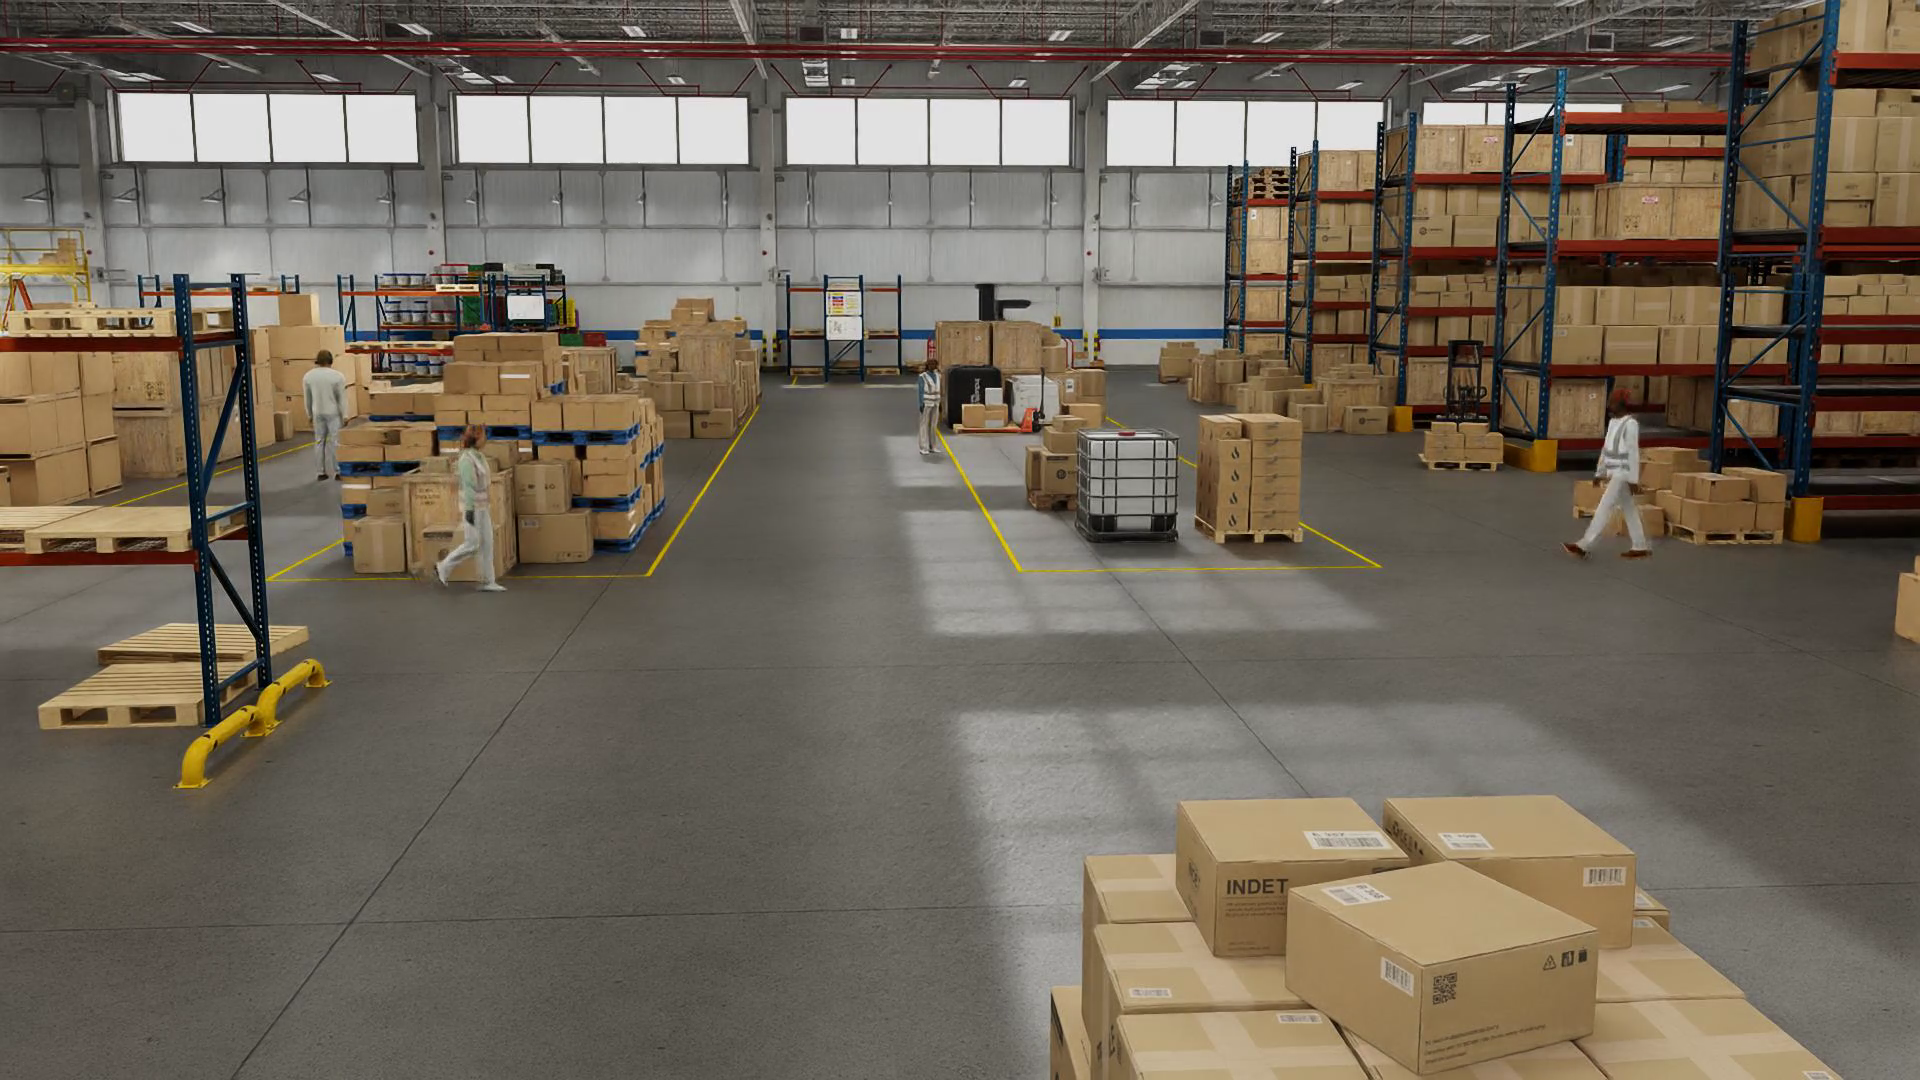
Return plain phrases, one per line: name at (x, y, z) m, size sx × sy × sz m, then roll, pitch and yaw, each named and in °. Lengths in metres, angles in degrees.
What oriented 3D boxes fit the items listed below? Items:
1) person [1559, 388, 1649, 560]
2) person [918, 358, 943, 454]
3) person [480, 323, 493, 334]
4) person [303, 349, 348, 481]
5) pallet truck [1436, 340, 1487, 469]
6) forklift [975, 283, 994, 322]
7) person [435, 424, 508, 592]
person at (6.879, -0.685, 17.600) m, size 0.985 × 1.829 × 0.607 m, roll 1°, pitch 9°, yaw 5°
person at (-0.502, -2.272, 28.191) m, size 0.515 × 1.636 × 0.315 m, roll -9°, pitch 13°, yaw -44°
person at (-11.235, -4.154, 39.236) m, size 0.979 × 1.897 × 0.552 m, roll -4°, pitch 10°, yaw -25°
person at (-9.320, -1.834, 24.496) m, size 0.635 × 1.937 × 0.354 m, roll 0°, pitch 9°, yaw 3°
pallet truck at (8.004, -2.170, 26.422) m, size 0.823 × 1.965 × 1.885 m, roll 2°, pitch 9°, yaw 14°
forklift at (0.615, -4.766, 39.959) m, size 1.873 × 2.768 × 1.129 m, roll -1°, pitch 9°, yaw -4°
person at (-4.657, -0.294, 15.795) m, size 0.569 × 1.620 × 0.529 m, roll 1°, pitch 9°, yaw 6°
